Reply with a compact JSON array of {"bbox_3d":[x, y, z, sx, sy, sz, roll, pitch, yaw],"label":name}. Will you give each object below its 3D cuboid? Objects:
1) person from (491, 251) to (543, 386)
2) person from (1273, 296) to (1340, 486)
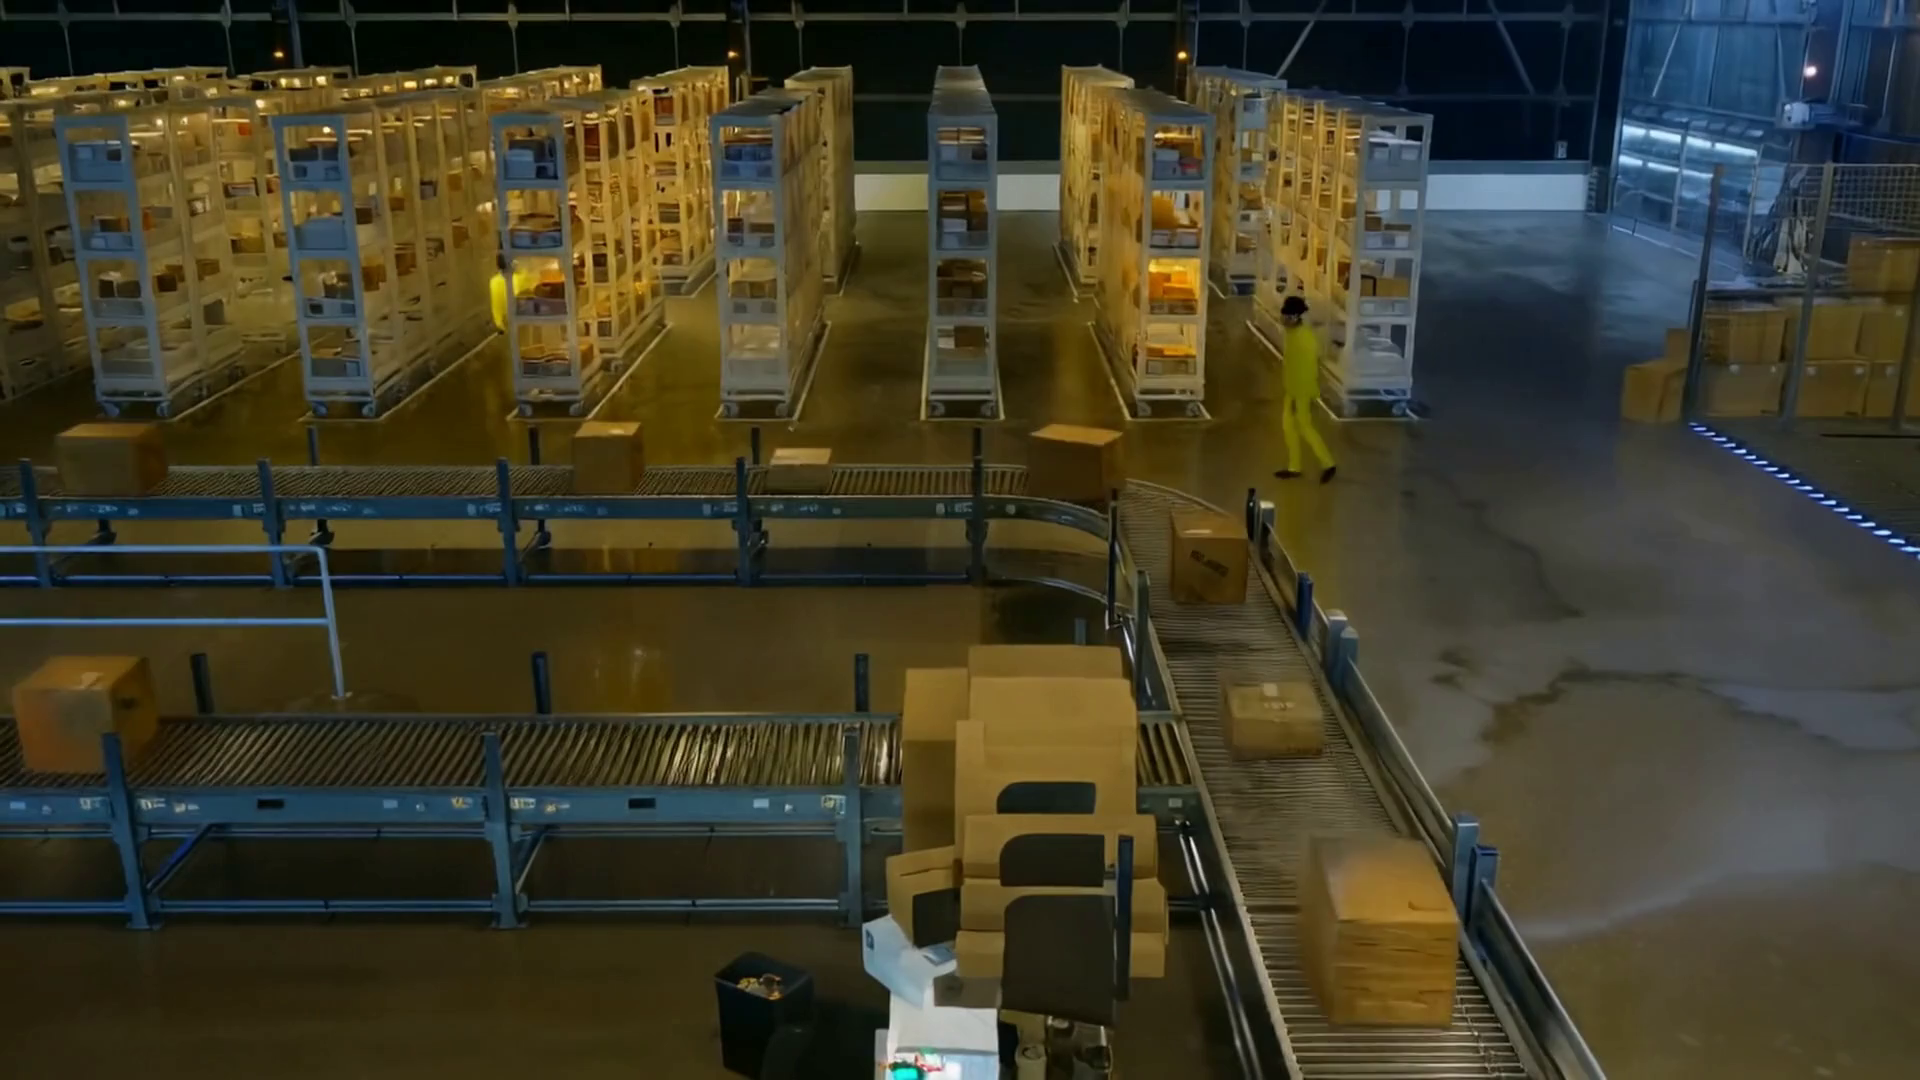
[{"bbox_3d":[-5.739,-2.871,21.597,0.628,1.788,0.577,-3,18,-8],"label":"person"},{"bbox_3d":[3.597,-1.548,17.255,0.695,1.959,0.641,-2,18,-8],"label":"person"}]
